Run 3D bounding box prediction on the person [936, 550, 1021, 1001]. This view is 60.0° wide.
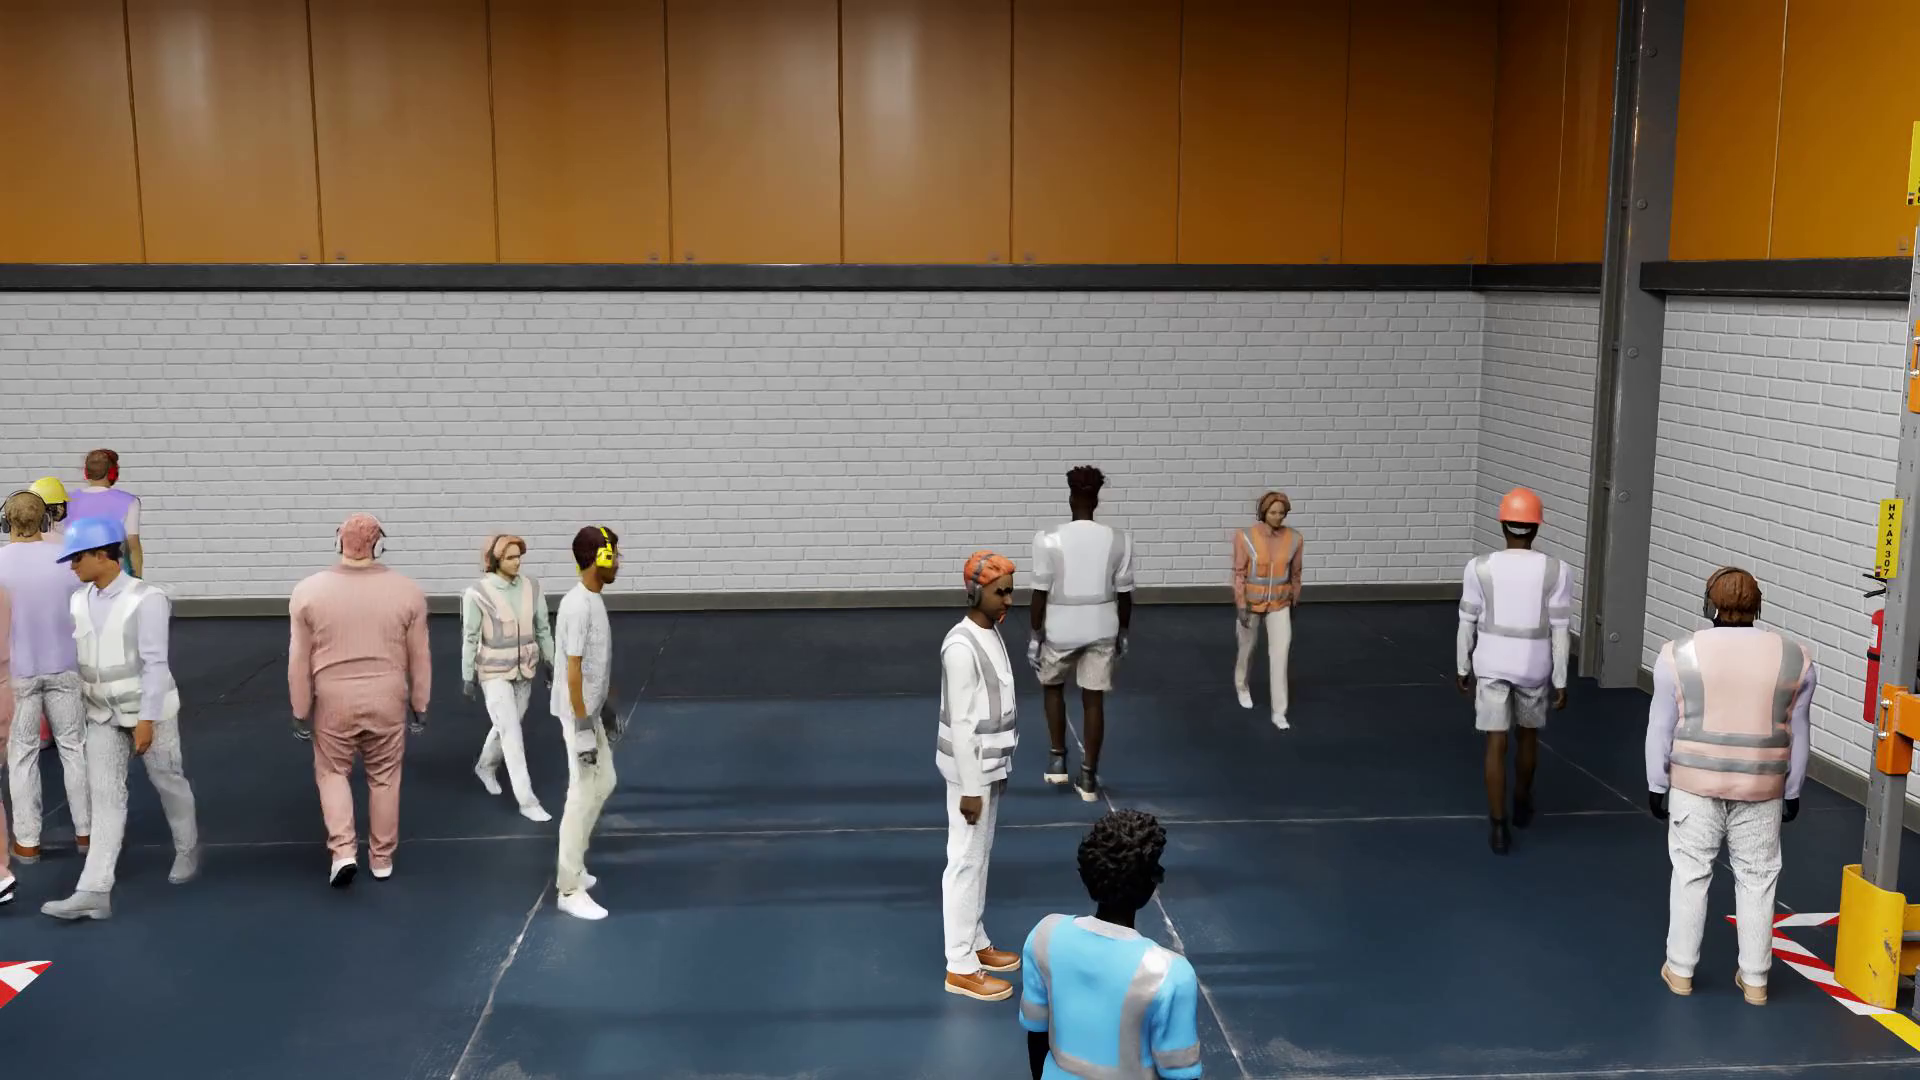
[{"bbox_3d":[0.083,0.978,7.059,0.355,1.886,0.572,2,9,12],"label":"person"}]

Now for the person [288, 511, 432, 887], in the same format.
[{"bbox_3d":[-2.942,0.798,8.194,0.667,1.887,0.531,-3,10,-21],"label":"person"}]

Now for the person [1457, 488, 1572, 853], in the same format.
[{"bbox_3d":[2.970,0.663,8.962,0.570,1.905,0.875,3,9,16],"label":"person"}]

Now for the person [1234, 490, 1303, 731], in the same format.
[{"bbox_3d":[2.081,0.432,11.387,0.495,1.595,0.814,-1,9,-4],"label":"person"}]

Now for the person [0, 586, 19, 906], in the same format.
[{"bbox_3d":[-4.722,0.854,7.863,0.413,1.880,0.680,-1,9,-5],"label":"person"}]

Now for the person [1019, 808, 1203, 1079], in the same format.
[{"bbox_3d":[0.393,1.518,4.260,0.540,1.696,0.317,8,12,41],"label":"person"}]

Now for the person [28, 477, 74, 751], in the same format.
[{"bbox_3d":[-5.723,0.484,10.541,0.523,1.769,0.309,5,10,28],"label":"person"}]

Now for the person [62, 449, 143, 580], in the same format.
[{"bbox_3d":[-5.962,0.278,11.630,0.575,1.825,0.518,0,9,-2],"label":"person"}]

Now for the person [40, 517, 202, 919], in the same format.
[{"bbox_3d":[-4.052,0.832,8.016,0.596,1.879,0.948,2,9,10],"label":"person"}]

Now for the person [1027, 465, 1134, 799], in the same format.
[{"bbox_3d":[0.688,0.520,9.758,0.638,1.937,0.633,-1,9,-6],"label":"person"}]

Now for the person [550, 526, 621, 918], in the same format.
[{"bbox_3d":[-1.783,0.861,7.963,0.352,1.847,0.592,-1,9,-5],"label":"person"}]

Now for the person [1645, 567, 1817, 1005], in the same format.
[{"bbox_3d":[3.194,1.023,6.957,0.628,1.838,0.429,3,9,16],"label":"person"}]

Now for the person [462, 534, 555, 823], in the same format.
[{"bbox_3d":[-2.589,0.740,9.453,0.858,1.600,0.525,8,12,40],"label":"person"}]

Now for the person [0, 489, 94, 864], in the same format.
[{"bbox_3d":[-4.776,0.702,8.624,0.637,1.938,0.357,-7,11,-37],"label":"person"}]
